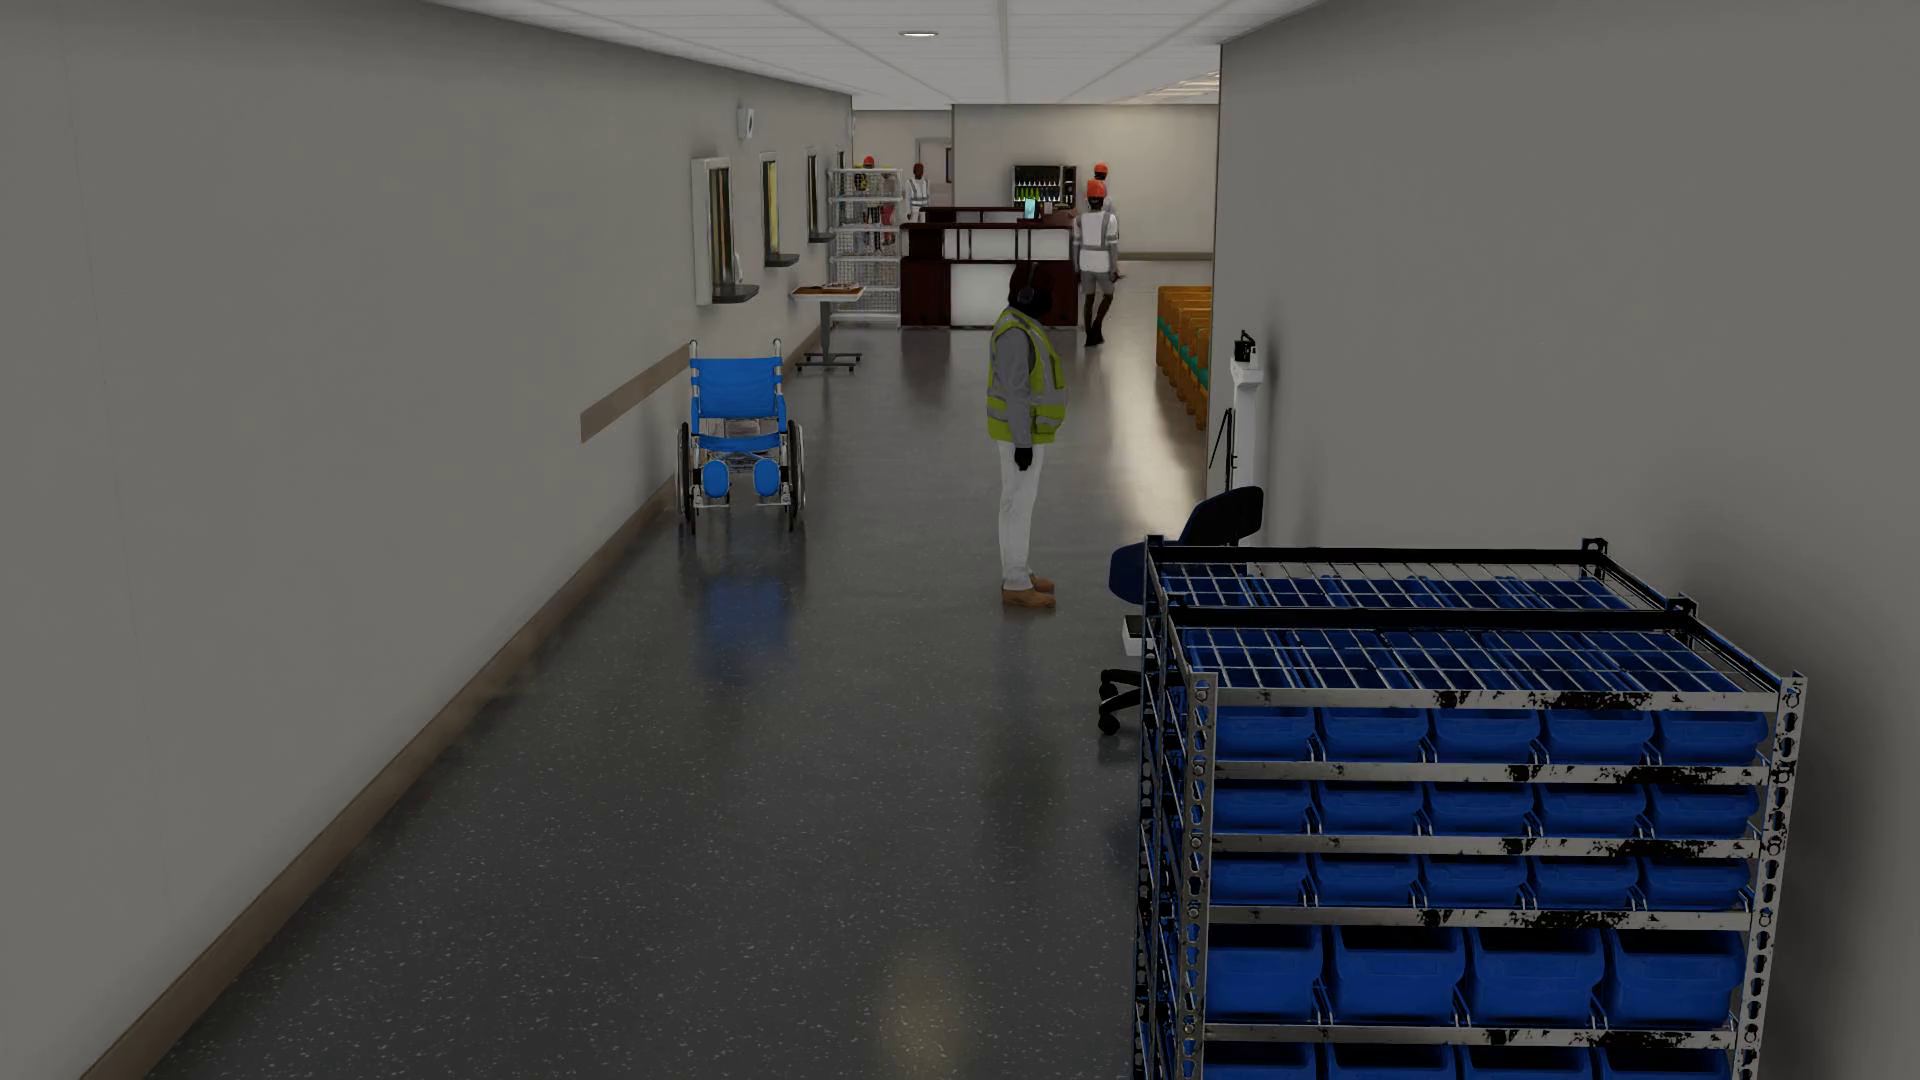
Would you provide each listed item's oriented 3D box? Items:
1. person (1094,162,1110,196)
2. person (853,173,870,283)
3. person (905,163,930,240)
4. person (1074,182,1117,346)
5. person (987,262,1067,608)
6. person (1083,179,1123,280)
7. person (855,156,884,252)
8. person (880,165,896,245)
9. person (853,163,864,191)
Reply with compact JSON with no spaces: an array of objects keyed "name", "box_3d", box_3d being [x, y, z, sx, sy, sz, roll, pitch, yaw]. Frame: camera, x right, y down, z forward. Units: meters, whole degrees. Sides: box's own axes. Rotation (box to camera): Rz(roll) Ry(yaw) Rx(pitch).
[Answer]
[{"name":"person","box_3d":[2.576,-5.994,30.768,0.372,1.935,0.551,-7,15,-25]},{"name":"person","box_3d":[-1.597,-4.876,26.393,0.333,1.864,0.505,-11,18,-39]},{"name":"person","box_3d":[-0.845,-6.640,33.525,0.568,1.878,0.351,-10,17,-36]},{"name":"person","box_3d":[1.608,-3.243,19.641,0.561,1.918,0.402,7,15,26]},{"name":"person","box_3d":[0.360,-0.565,8.946,0.429,1.838,0.622,1,14,4]},{"name":"person","box_3d":[2.425,-5.286,28.374,0.687,1.703,0.408,5,15,18]},{"name":"person","box_3d":[-1.878,-6.989,34.681,0.612,1.997,0.375,1,14,3]},{"name":"person","box_3d":[-1.674,-7.439,37.015,0.530,1.754,0.372,11,18,38]},{"name":"person","box_3d":[-2.435,-8.282,40.464,0.372,1.740,0.528,-7,16,-27]}]
